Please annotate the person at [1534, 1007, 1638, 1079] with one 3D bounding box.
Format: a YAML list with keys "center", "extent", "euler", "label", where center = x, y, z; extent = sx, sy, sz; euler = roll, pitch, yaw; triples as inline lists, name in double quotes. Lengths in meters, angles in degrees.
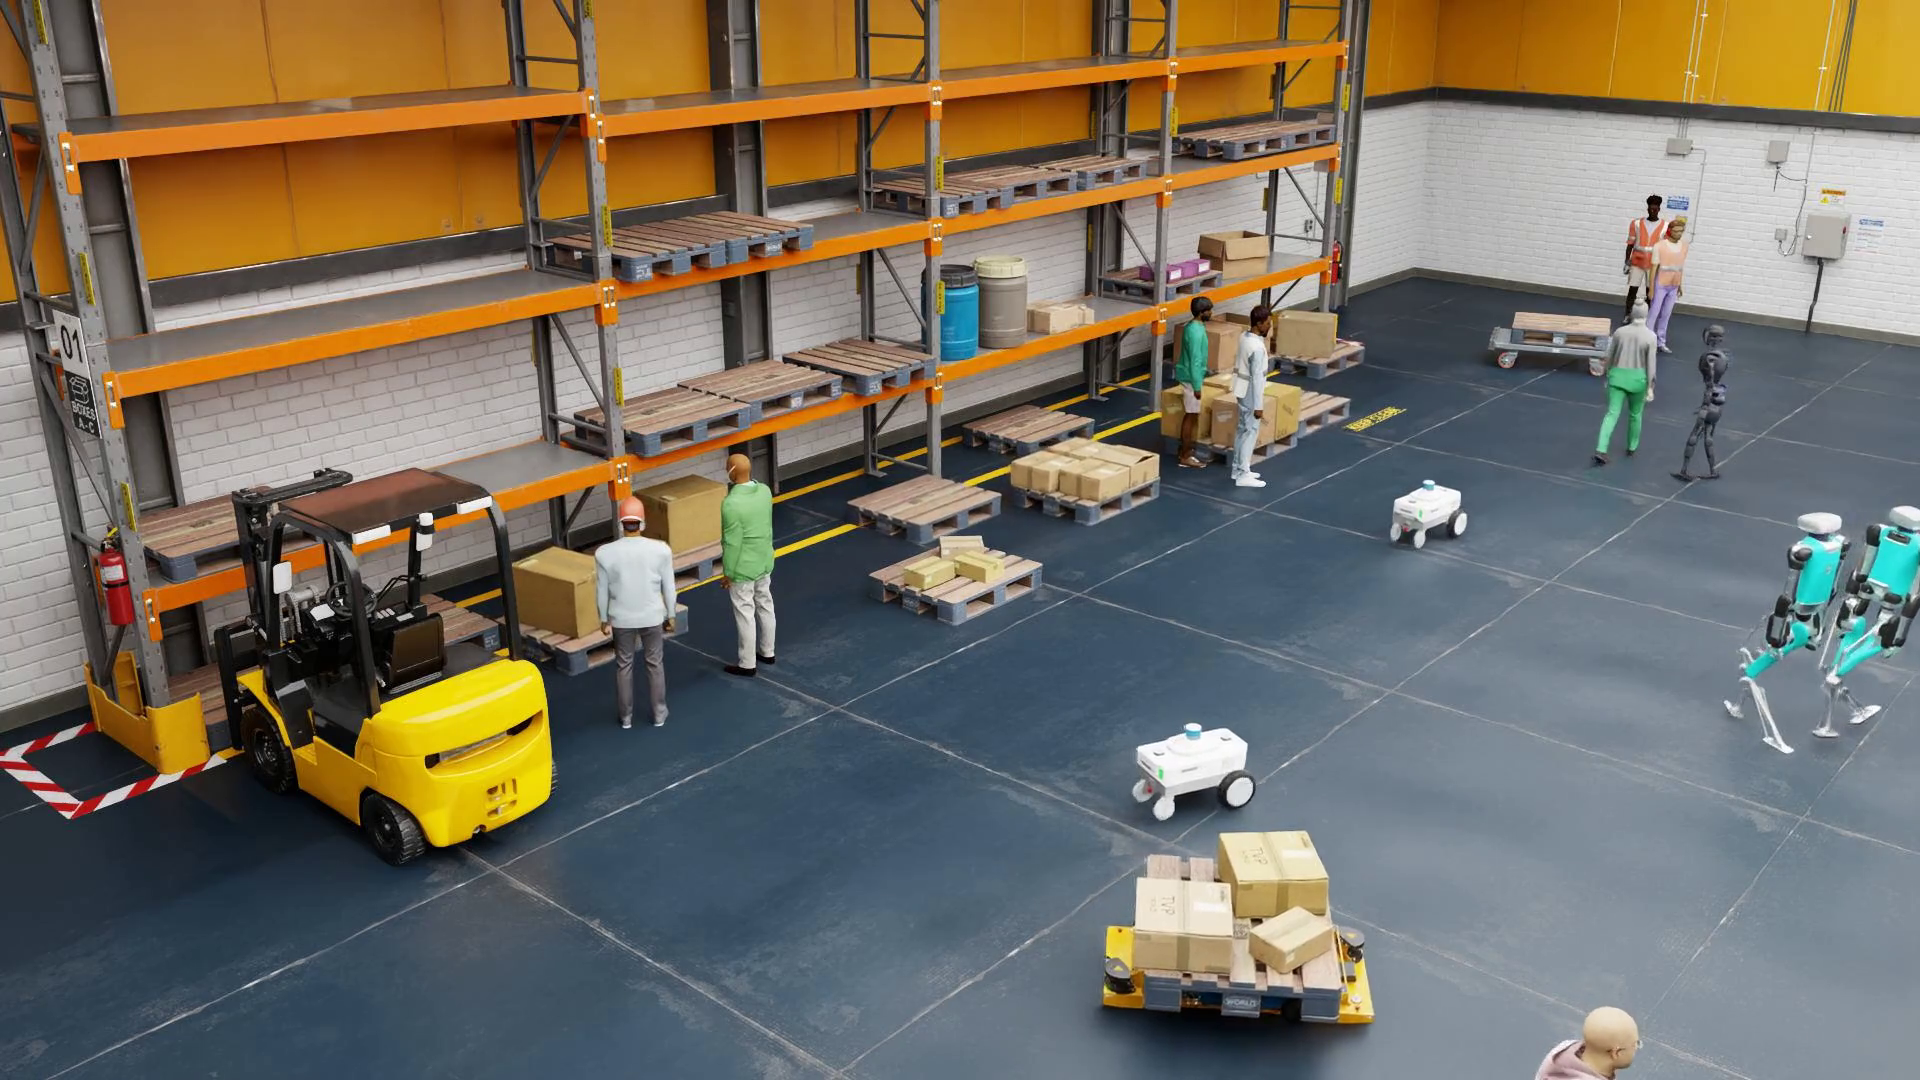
- center: [2.346, 2.565, 6.430]
  extent: [0.493, 1.776, 0.545]
  euler: [1, 20, 3]
  label: "person"

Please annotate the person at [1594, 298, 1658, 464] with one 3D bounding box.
- center: [7.246, -1.725, 18.026]
  extent: [0.565, 1.803, 0.933]
  euler: [13, 24, 31]
  label: "person"

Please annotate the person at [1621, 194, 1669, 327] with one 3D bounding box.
- center: [9.835, -3.963, 23.842]
  extent: [0.609, 1.965, 0.363]
  euler: [9, 22, 22]
  label: "person"

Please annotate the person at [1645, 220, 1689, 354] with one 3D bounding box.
- center: [9.567, -3.437, 22.586]
  extent: [0.568, 1.843, 0.373]
  euler: [-8, 22, -20]
  label: "person"

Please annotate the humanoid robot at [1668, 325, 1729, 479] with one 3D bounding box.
- center: [7.823, -1.435, 17.431]
  extent: [0.576, 1.631, 0.610]
  euler: [11, 23, 28]
  label: "humanoid robot"

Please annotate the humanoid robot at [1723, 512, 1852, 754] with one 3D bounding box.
- center: [5.761, 0.594, 11.904]
  extent: [0.538, 1.828, 0.869]
  euler: [-10, 22, -25]
  label: "humanoid robot"

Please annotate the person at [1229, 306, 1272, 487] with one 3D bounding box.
- center: [3.003, -1.489, 17.224]
  extent: [0.401, 1.909, 0.598]
  euler: [-2, 20, -6]
  label: "person"

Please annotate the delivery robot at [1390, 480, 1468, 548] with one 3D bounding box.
- center: [4.457, -0.281, 15.875]
  extent: [0.769, 0.577, 0.499]
  euler: [-17, 26, -39]
  label: "delivery robot"

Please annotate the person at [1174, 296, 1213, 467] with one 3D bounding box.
- center: [2.504, -1.713, 17.928]
  extent: [0.394, 1.842, 0.501]
  euler: [2, 20, 6]
  label: "person"

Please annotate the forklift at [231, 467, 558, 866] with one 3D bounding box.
- center: [-3.730, 0.710, 10.856]
  extent: [2.313, 2.155, 1.214]
  euler: [17, 26, 38]
  label: "forklift"

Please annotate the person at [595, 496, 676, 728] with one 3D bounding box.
- center: [-2.333, 0.522, 12.008]
  extent: [0.572, 1.742, 0.352]
  euler: [-4, 21, -11]
  label: "person"

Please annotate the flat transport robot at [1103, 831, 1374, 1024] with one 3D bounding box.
- center: [1.520, 2.353, 9.175]
  extent: [1.431, 0.231, 0.659]
  euler: [2, 20, 7]
  label: "flat transport robot"

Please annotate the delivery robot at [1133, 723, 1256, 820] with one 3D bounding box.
- center: [1.556, 1.513, 11.060]
  extent: [0.813, 0.610, 0.499]
  euler: [-9, 22, -23]
  label: "delivery robot"

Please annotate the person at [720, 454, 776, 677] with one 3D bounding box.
- center: [-1.645, 0.189, 12.856]
  extent: [0.384, 1.782, 0.536]
  euler: [12, 24, 30]
  label: "person"

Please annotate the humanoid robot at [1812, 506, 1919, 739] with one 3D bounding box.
- center: [6.310, 0.642, 11.702]
  extent: [1.004, 1.721, 0.558]
  euler: [-10, 23, -25]
  label: "humanoid robot"
